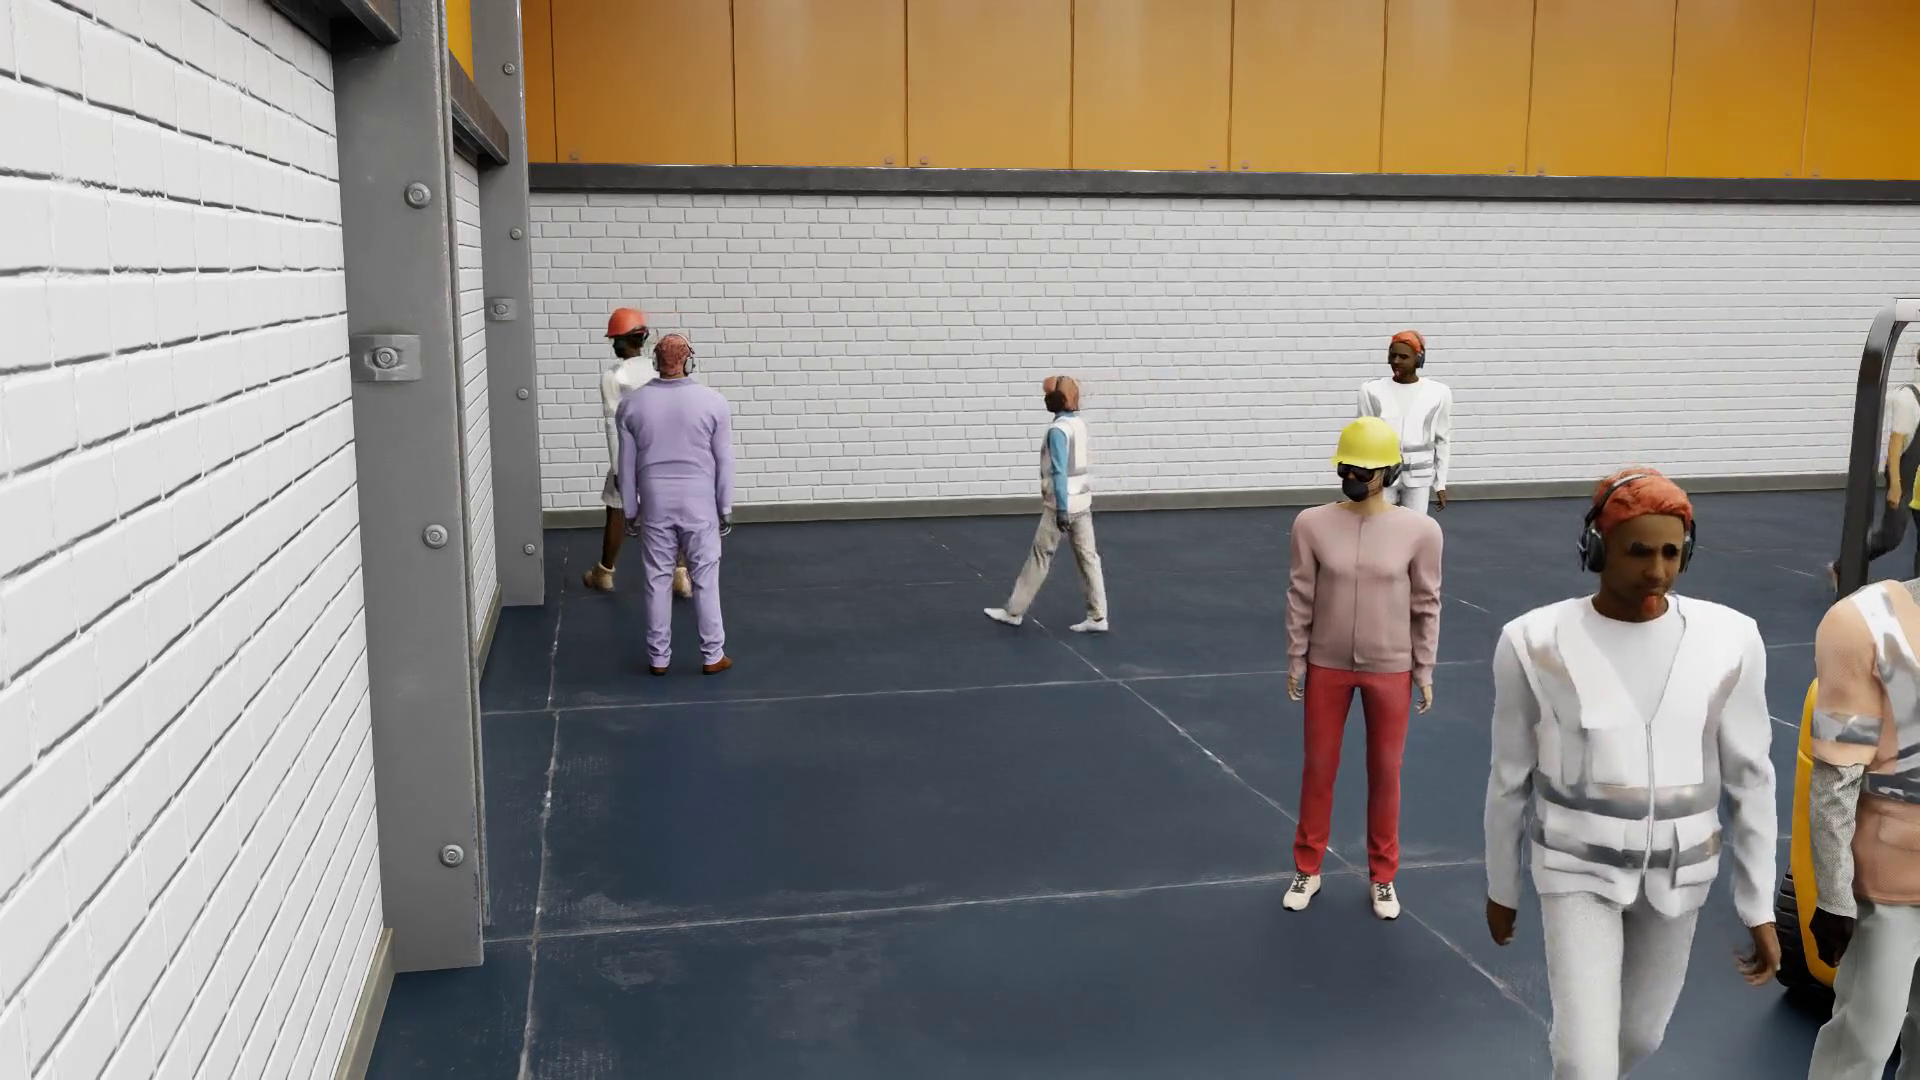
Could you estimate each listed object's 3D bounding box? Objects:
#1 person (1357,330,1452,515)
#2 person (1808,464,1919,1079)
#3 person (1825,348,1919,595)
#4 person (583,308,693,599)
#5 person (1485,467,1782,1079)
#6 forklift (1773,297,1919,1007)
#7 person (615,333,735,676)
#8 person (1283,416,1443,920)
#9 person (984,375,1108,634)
[{"bbox_3d":[2.740,-0.358,10.341,0.575,1.881,0.356,2,10,14],"label":"person"},{"bbox_3d":[2.120,0.721,3.619,0.588,1.930,0.363,-2,10,-12],"label":"person"},{"bbox_3d":[6.091,-0.395,10.778,0.520,1.819,0.817,-4,10,-24],"label":"person"},{"bbox_3d":[-2.224,-0.586,11.428,0.619,1.999,1.016,-9,13,-43],"label":"person"},{"bbox_3d":[1.467,0.744,3.735,0.570,1.849,0.923,0,9,2],"label":"person"},{"bbox_3d":[3.542,0.334,5.177,2.313,2.155,1.214,-9,13,-43],"label":"forklift"},{"bbox_3d":[-1.563,-0.191,9.248,0.642,1.910,0.401,0,9,2],"label":"person"},{"bbox_3d":[1.394,0.448,5.794,0.526,1.765,0.329,3,10,18],"label":"person"},{"bbox_3d":[0.563,-0.217,10.325,0.845,1.594,0.534,4,10,23],"label":"person"}]
